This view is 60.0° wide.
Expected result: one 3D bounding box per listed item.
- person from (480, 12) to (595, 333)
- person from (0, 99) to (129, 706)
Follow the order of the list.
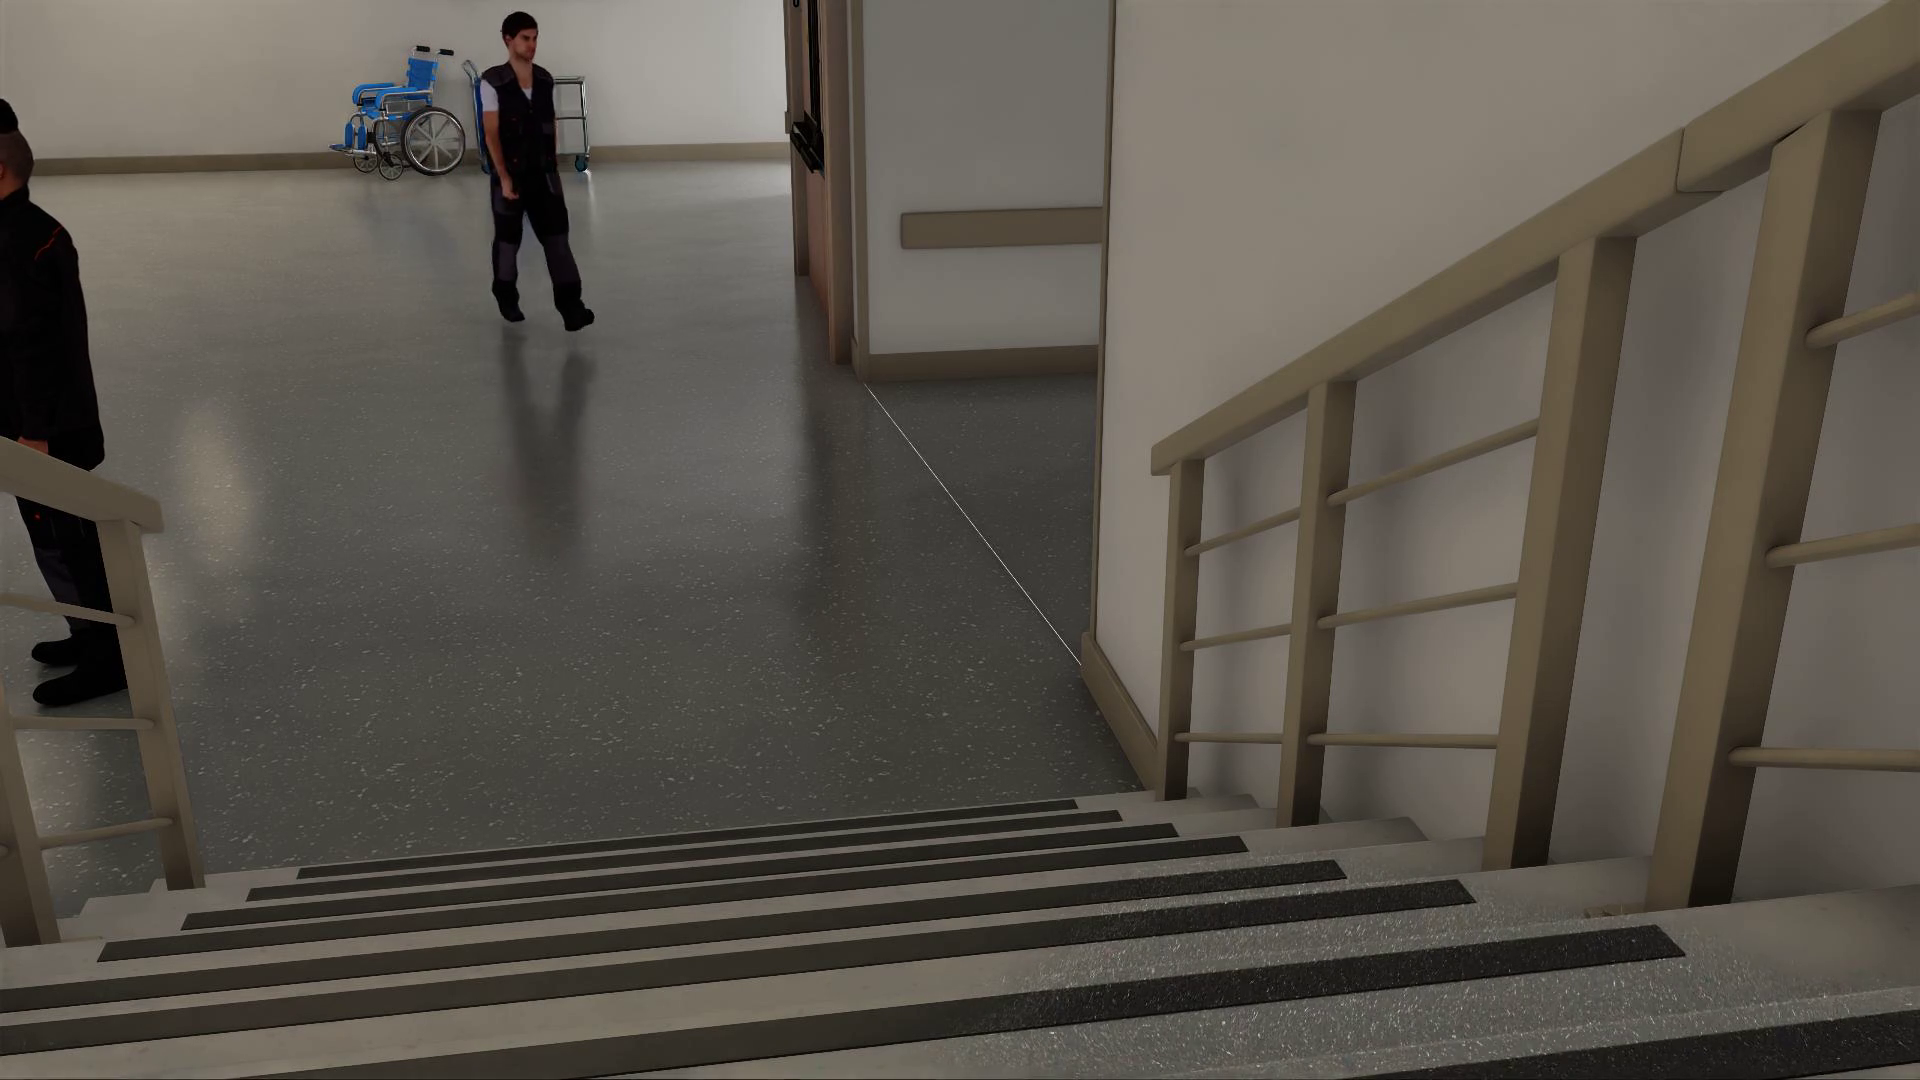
[{"bbox_3d":[-2.610,-2.112,9.750,1.032,1.794,1.280,-15,25,-34],"label":"person"},{"bbox_3d":[-2.865,-0.424,5.189,0.886,1.869,0.668,-10,23,-24],"label":"person"}]
